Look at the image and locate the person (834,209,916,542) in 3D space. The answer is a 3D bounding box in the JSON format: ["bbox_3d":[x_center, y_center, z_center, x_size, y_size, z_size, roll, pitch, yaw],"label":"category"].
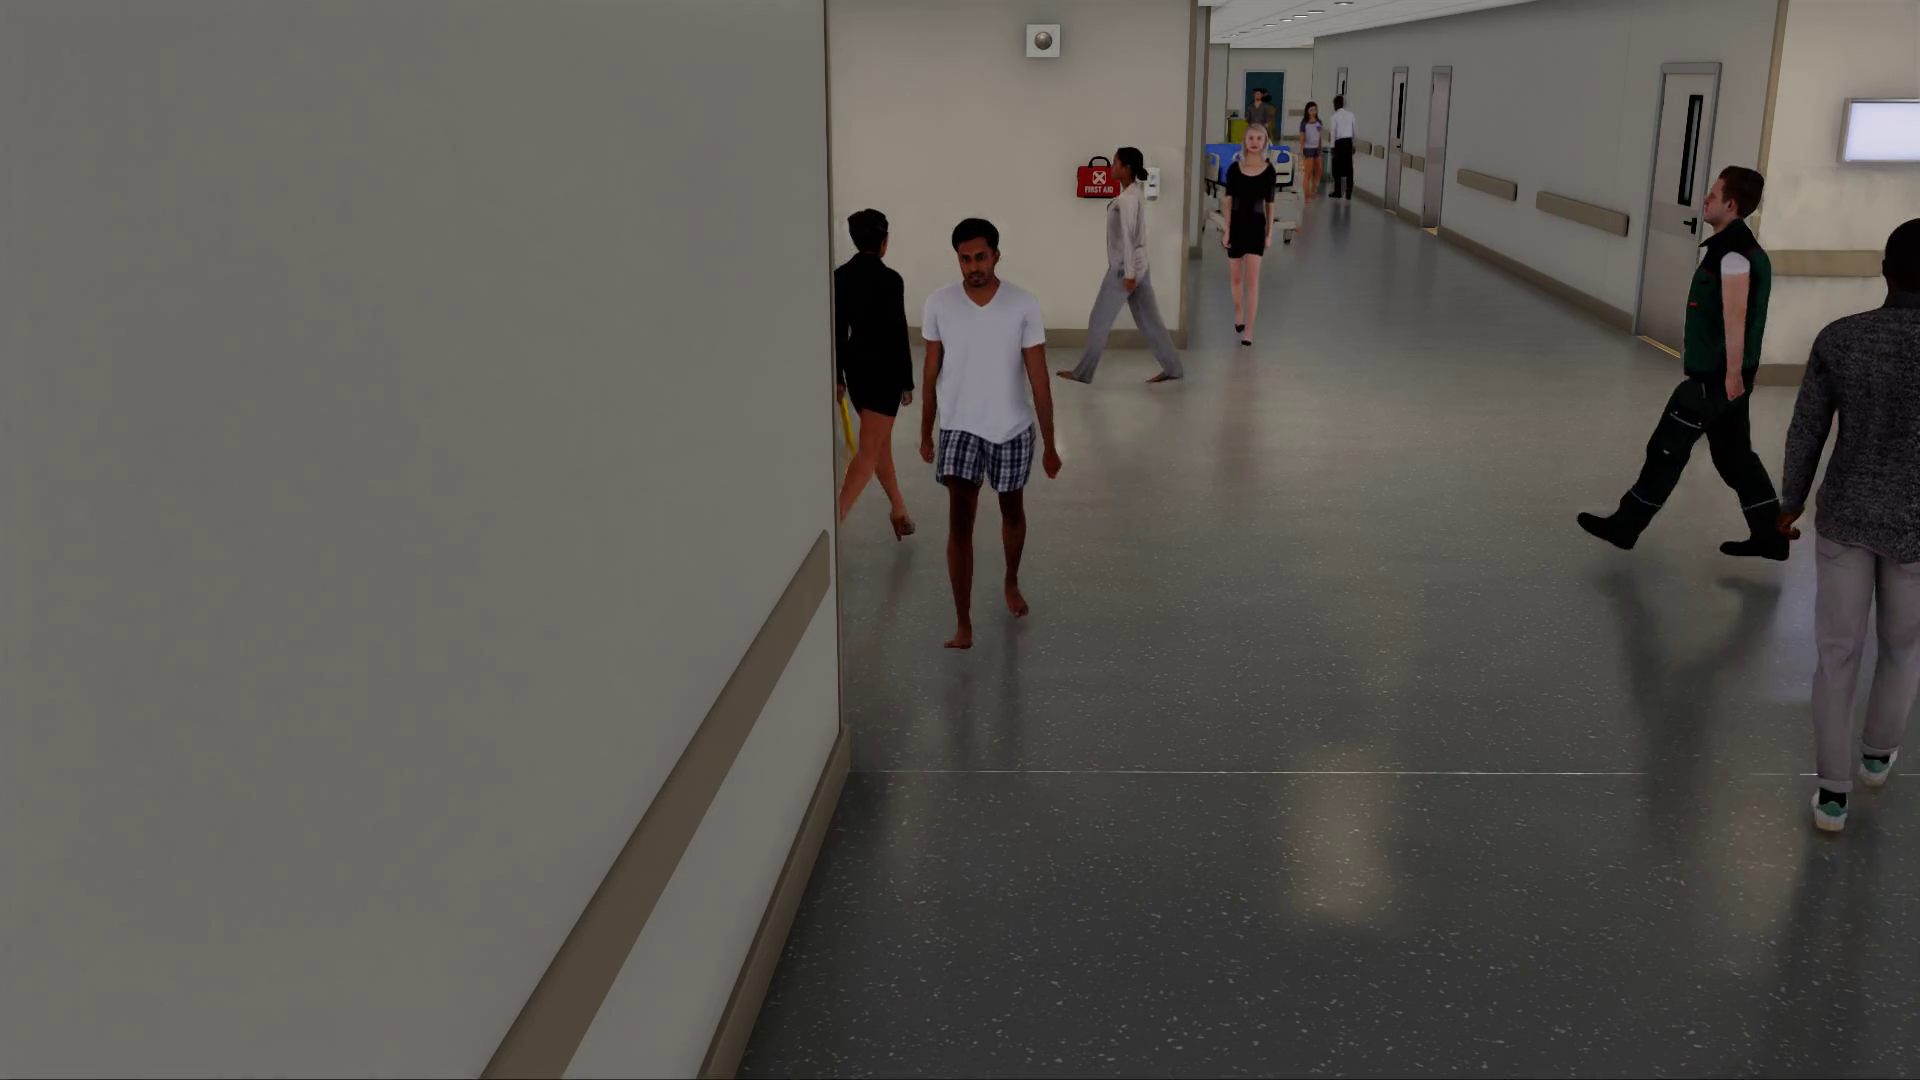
[{"bbox_3d":[-0.449,-0.677,7.709,1.049,1.600,0.974,11,19,35],"label":"person"}]

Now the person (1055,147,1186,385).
[{"bbox_3d":[1.289,-1.915,11.935,1.218,1.689,0.781,4,16,13],"label":"person"}]

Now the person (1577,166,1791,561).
[{"bbox_3d":[3.535,-0.742,7.573,1.252,1.793,1.014,10,19,31],"label":"person"}]

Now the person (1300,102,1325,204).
[{"bbox_3d":[6.097,-6.767,29.077,0.670,1.726,0.778,-8,18,-26],"label":"person"}]

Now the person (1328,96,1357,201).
[{"bbox_3d":[6.780,-6.884,29.385,1.235,1.783,0.998,-2,16,-7],"label":"person"}]

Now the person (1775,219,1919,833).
[{"bbox_3d":[2.720,-0.007,4.931,0.996,1.816,0.974,8,18,27],"label":"person"}]

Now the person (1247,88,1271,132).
[{"bbox_3d":[6.452,-8.718,35.749,1.213,1.861,1.056,8,18,26],"label":"person"}]

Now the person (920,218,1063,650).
[{"bbox_3d":[0.119,-0.429,6.695,1.075,1.671,0.828,1,16,5],"label":"person"}]

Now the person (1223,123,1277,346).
[{"bbox_3d":[2.407,-2.555,14.017,1.115,1.791,0.736,4,16,13],"label":"person"}]
